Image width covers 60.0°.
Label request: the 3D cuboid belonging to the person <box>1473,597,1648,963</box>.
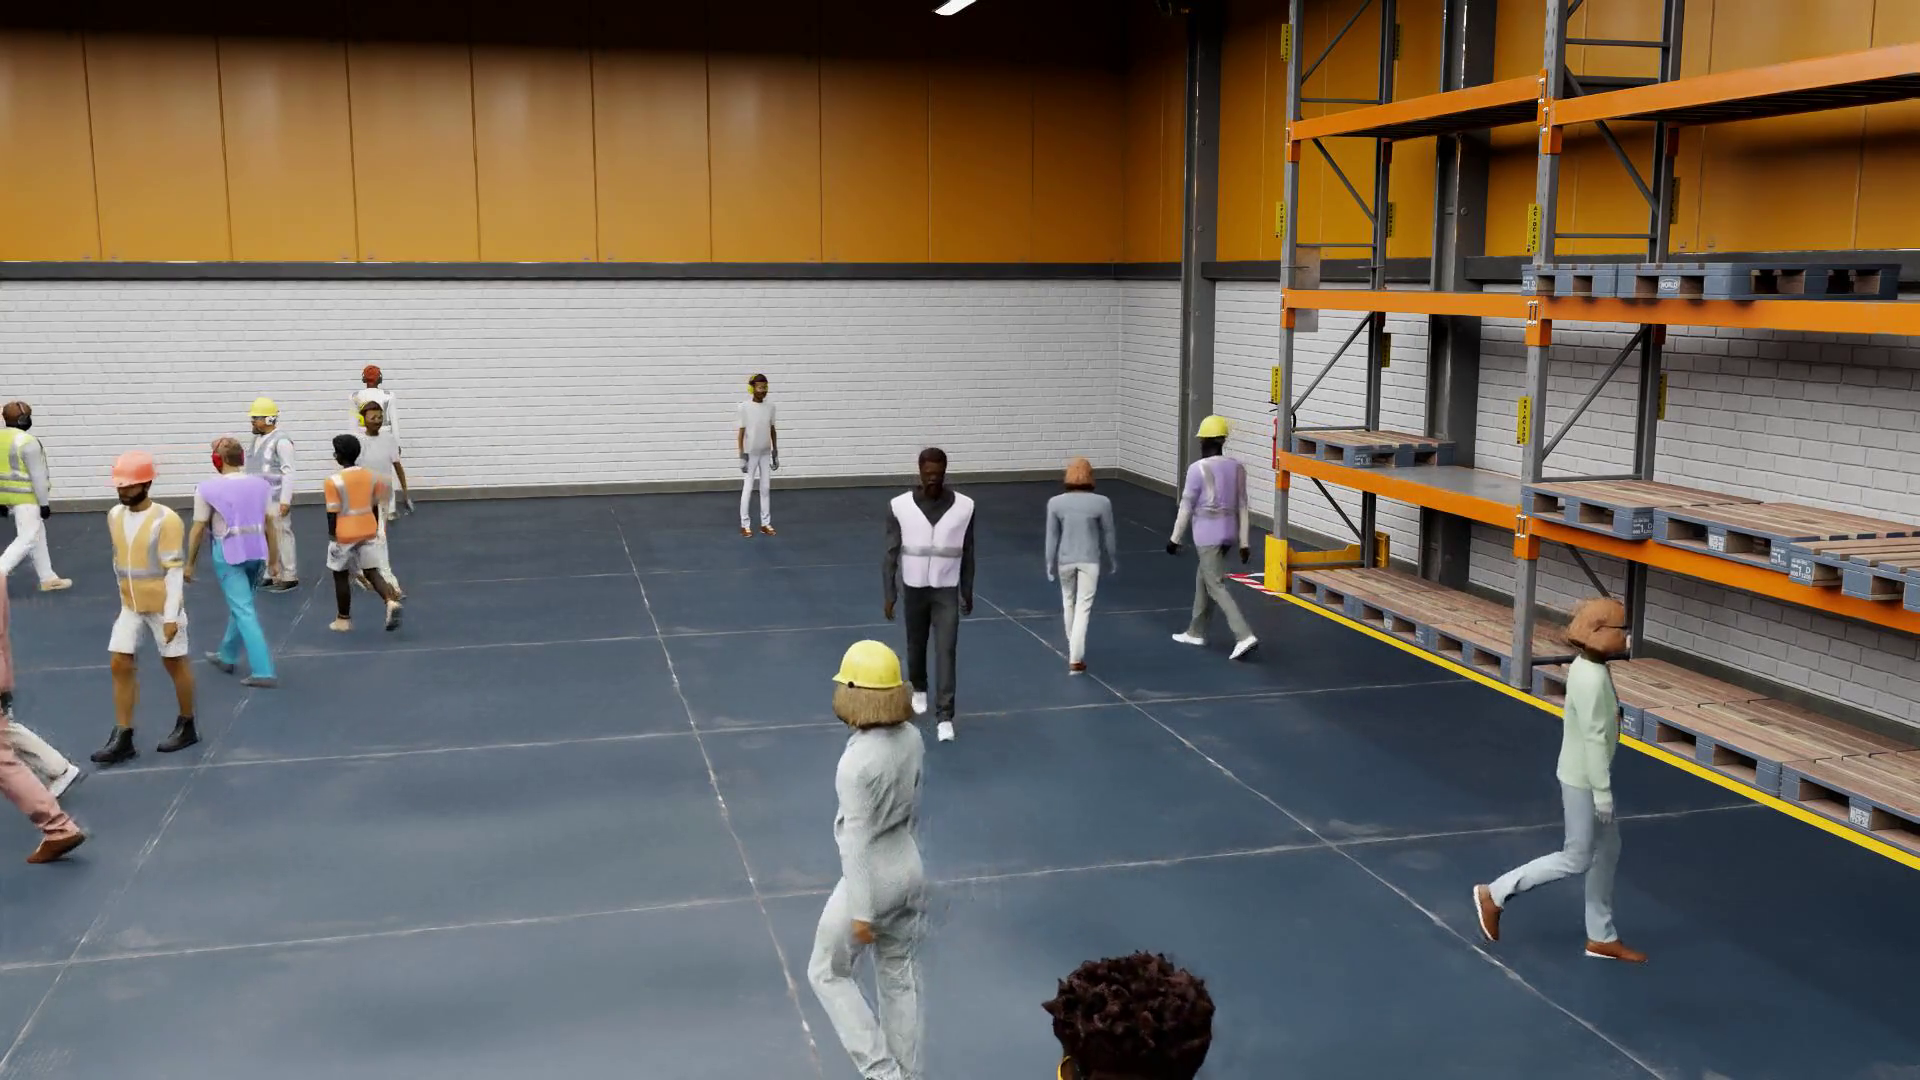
[{"bbox_3d":[2.640,1.031,7.198,0.659,1.614,0.495,4,10,25],"label":"person"}]

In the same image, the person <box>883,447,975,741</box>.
[{"bbox_3d":[-0.206,0.306,10.970,0.610,1.874,1.013,-1,9,-5],"label":"person"}]

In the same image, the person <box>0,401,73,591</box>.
[{"bbox_3d":[-8.693,-0.375,15.357,0.628,1.815,0.858,6,11,32],"label":"person"}]

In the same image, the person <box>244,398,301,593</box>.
[{"bbox_3d":[-6.473,-0.418,15.592,0.609,1.833,0.403,8,12,39],"label":"person"}]

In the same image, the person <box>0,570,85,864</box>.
[{"bbox_3d":[-4.930,0.737,8.304,0.974,1.867,0.646,-2,9,-14],"label":"person"}]

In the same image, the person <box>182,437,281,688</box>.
[{"bbox_3d":[-5.323,0.157,12.102,0.957,1.796,0.578,5,10,28],"label":"person"}]

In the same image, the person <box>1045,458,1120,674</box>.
[{"bbox_3d":[0.931,0.178,12.623,0.518,1.591,0.856,3,10,21],"label":"person"}]

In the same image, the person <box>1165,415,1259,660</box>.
[{"bbox_3d":[2.038,-0.031,13.017,0.582,1.890,0.955,-8,12,-41],"label":"person"}]

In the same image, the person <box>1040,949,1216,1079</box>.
[{"bbox_3d":[0.401,1.594,2.684,0.598,1.946,0.610,1,9,6],"label":"person"}]

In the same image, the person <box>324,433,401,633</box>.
[{"bbox_3d":[-4.948,-0.038,13.675,0.703,1.672,0.536,6,11,35],"label":"person"}]

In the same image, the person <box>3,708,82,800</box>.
[{"bbox_3d":[-5.386,0.713,9.237,0.795,1.605,0.504,-6,11,-34],"label":"person"}]

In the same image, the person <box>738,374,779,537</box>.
[{"bbox_3d":[-2.291,-0.962,18.906,0.507,1.859,0.350,-7,11,-35],"label":"person"}]

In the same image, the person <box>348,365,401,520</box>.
[{"bbox_3d":[-7.061,-1.169,20.106,0.584,1.882,0.349,-2,9,-12],"label":"person"}]

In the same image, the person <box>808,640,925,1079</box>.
[{"bbox_3d":[-0.309,1.197,5.822,0.375,1.731,0.488,6,11,34],"label":"person"}]

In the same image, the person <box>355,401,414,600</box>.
[{"bbox_3d":[-5.418,-0.392,15.470,0.969,1.830,0.538,8,12,41],"label":"person"}]

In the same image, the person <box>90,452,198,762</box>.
[{"bbox_3d":[-5.018,0.418,10.141,0.565,1.900,0.842,3,9,16],"label":"person"}]
